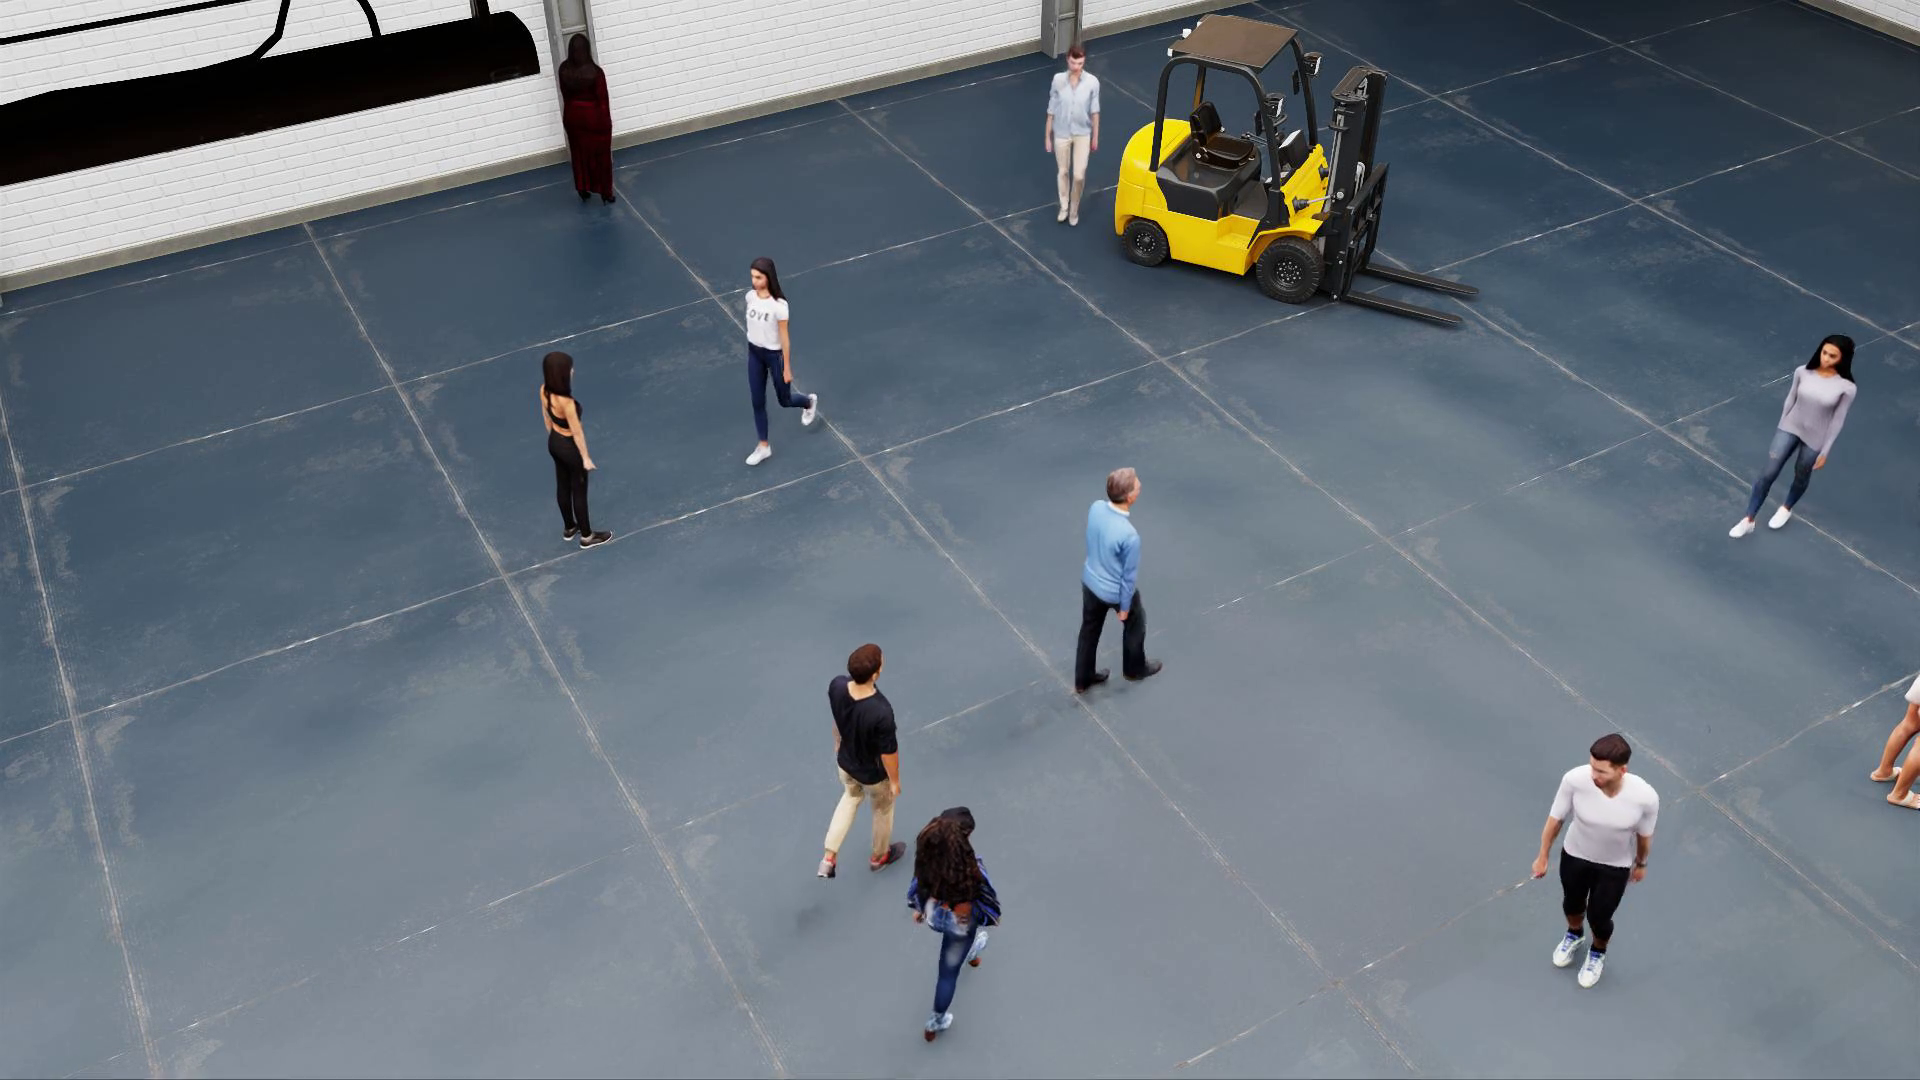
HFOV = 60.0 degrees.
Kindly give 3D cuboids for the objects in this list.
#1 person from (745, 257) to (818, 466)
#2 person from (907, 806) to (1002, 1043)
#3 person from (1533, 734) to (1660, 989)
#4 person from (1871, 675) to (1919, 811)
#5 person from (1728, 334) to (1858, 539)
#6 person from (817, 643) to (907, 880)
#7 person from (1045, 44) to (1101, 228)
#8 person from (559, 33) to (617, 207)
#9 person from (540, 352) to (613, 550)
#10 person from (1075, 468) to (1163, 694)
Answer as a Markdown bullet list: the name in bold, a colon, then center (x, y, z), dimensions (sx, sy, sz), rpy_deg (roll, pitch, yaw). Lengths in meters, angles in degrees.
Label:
- **person**: center (-1.443, -1.456, 13.186), dimensions (0.894, 1.753, 1.136), rpy_deg (24, 44, 27)
- **person**: center (-0.089, 2.086, 8.885), dimensions (0.913, 1.584, 1.082), rpy_deg (22, 43, 25)
- **person**: center (3.540, 1.713, 9.166), dimensions (0.831, 1.817, 0.839), rpy_deg (12, 40, 14)
- **person**: center (6.036, 0.941, 10.228), dimensions (0.701, 1.697, 0.666), rpy_deg (1, 39, 1)
- **person**: center (6.347, -0.798, 12.395), dimensions (0.766, 1.712, 0.981), rpy_deg (30, 48, 32)
- **person**: center (-0.604, 1.343, 9.611), dimensions (0.858, 1.839, 1.007), rpy_deg (26, 45, 28)
- **person**: center (1.119, -4.009, 16.319), dimensions (0.810, 1.832, 0.877), rpy_deg (8, 39, 10)
- **person**: center (-3.725, -4.187, 16.600), dimensions (0.786, 1.758, 0.853), rpy_deg (8, 39, 9)
- **person**: center (-2.905, -0.661, 12.280), dimensions (0.619, 1.641, 0.595), rpy_deg (30, 47, 32)
- **person**: center (0.918, 0.311, 10.936), dimensions (0.881, 1.798, 0.709), rpy_deg (-25, 45, -28)
